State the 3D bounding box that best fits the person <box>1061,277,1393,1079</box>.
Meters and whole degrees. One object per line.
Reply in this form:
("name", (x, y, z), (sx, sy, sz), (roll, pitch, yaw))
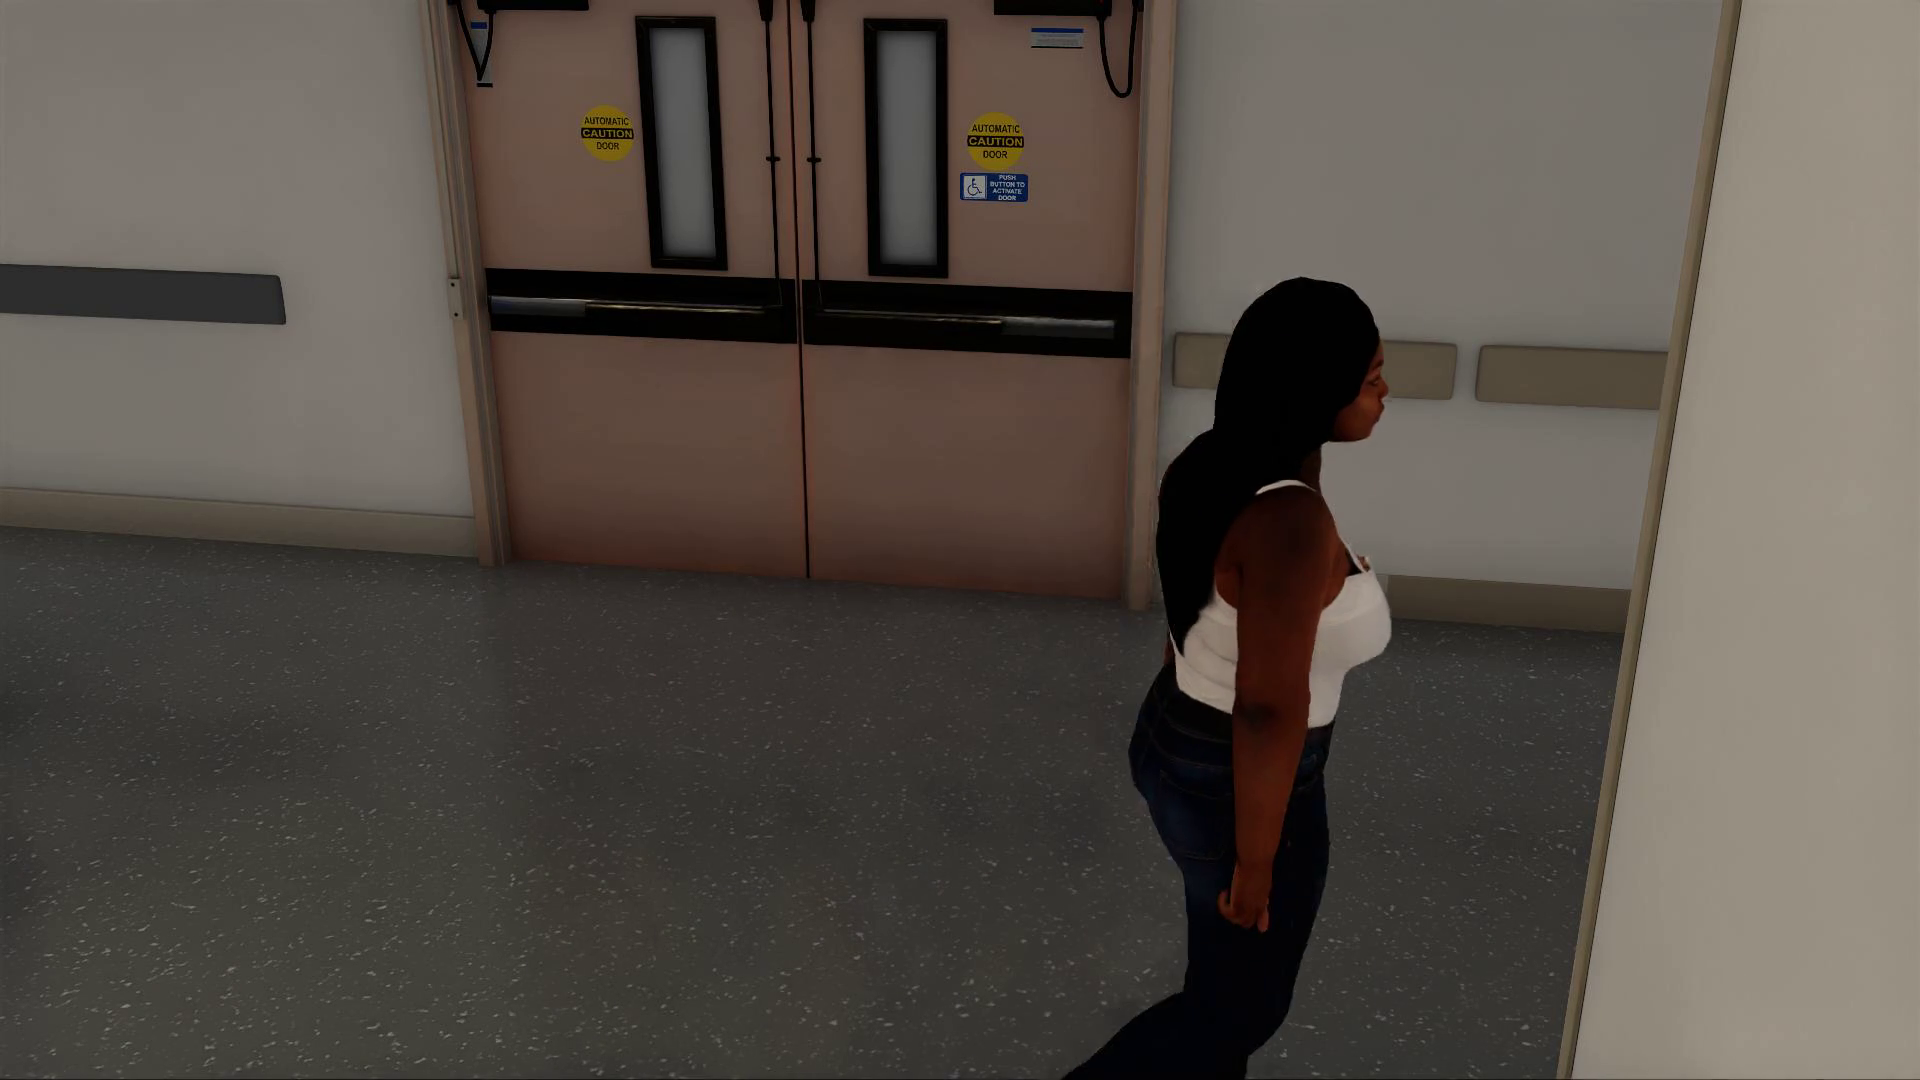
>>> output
("person", (0.368, 0.453, 2.868), (1.075, 1.784, 0.857), (-4, 21, -10))
